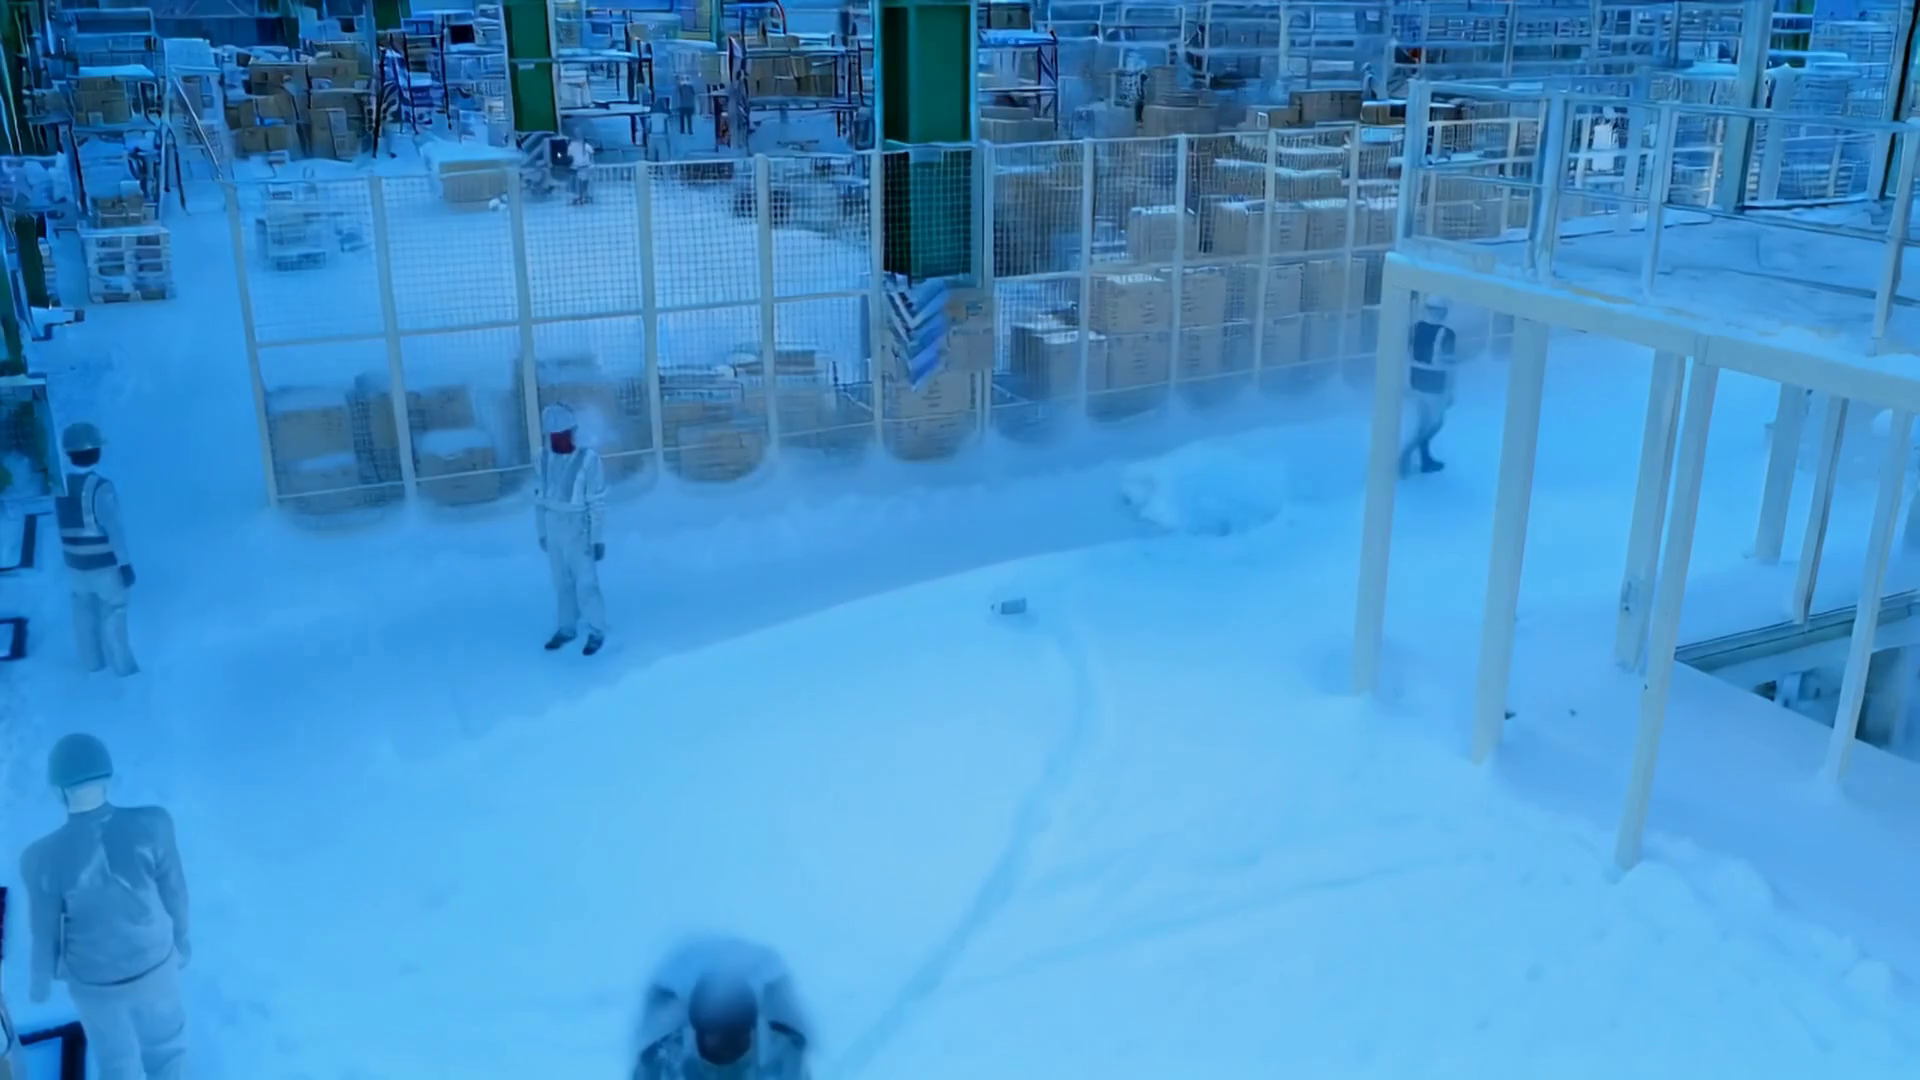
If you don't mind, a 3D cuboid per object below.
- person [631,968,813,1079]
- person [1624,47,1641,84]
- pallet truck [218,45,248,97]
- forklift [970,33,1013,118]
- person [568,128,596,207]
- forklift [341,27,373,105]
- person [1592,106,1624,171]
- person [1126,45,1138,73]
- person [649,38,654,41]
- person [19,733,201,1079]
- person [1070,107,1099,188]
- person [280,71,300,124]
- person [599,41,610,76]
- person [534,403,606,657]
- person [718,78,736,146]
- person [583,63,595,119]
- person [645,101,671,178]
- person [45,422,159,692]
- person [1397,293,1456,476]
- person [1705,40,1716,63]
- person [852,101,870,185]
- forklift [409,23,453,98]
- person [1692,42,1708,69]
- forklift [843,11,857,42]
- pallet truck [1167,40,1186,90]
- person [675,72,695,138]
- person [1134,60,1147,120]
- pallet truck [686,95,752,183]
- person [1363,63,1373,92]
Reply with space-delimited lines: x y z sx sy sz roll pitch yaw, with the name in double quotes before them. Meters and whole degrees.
"person" -0.779 2.269 5.667 0.624 1.841 0.430 -5 20 -15
"person" 27.854 -19.518 68.905 0.642 1.793 0.973 10 21 27
"pallet truck" -28.879 -18.665 66.111 0.823 1.965 1.885 -3 19 -9
"forklift" 1.375 -15.420 55.370 1.873 2.768 1.129 -9 21 -25
"person" -8.151 -8.008 35.729 0.537 1.658 0.868 5 20 15
"forklift" -22.275 -17.346 60.954 1.873 2.768 1.129 -9 21 -25
"person" 14.562 -8.860 37.621 0.535 2.000 0.674 -12 22 -30
"person" 7.074 -19.479 68.709 0.561 1.830 0.931 -5 20 -14
"person" -13.617 -21.279 73.852 0.538 1.891 0.886 14 24 36
"person" -3.537 1.732 6.987 0.375 1.995 0.609 18 26 42
"person" 2.847 -9.001 38.273 0.653 1.888 1.036 1 19 3
"person" -20.235 -13.144 50.196 0.356 1.938 0.544 14 23 34
"person" -15.495 -20.770 72.405 1.003 1.899 0.618 -17 25 -40
"person" -2.889 -0.079 12.335 0.587 1.930 0.356 7 20 19
"person" -6.652 -12.250 47.648 0.618 1.905 0.453 11 22 28
"person" -12.568 -15.197 56.309 0.343 1.839 0.501 -3 19 -9
"person" -7.331 -9.730 40.476 0.633 1.829 0.438 -1 19 -3
"person" -6.077 0.120 11.731 0.615 1.945 0.406 8 20 21
"person" 4.659 -1.564 16.653 0.721 1.922 0.556 -12 22 -31
"person" 35.817 -23.049 79.419 0.848 1.598 0.514 -9 21 -23
"person" -2.337 -9.344 39.201 0.376 1.935 0.629 10 21 26
"forklift" -21.103 -18.763 65.061 1.873 2.768 1.129 9 21 25
"person" 31.269 -20.088 70.349 0.633 1.923 0.586 1 19 2
"forklift" -5.498 -25.080 83.372 1.873 2.768 1.129 -9 21 -25
"pallet truck" 9.045 -19.971 69.895 0.823 1.965 1.885 -3 19 -8
"person" -8.269 -13.092 50.064 0.594 1.922 0.375 3 19 9
"person" 6.082 -15.125 55.897 0.366 1.962 0.614 -5 20 -15
"pallet truck" -5.836 -9.608 39.856 0.823 1.965 1.885 10 22 27
"person" 13.371 -14.698 54.699 0.377 1.938 0.547 0 19 1
